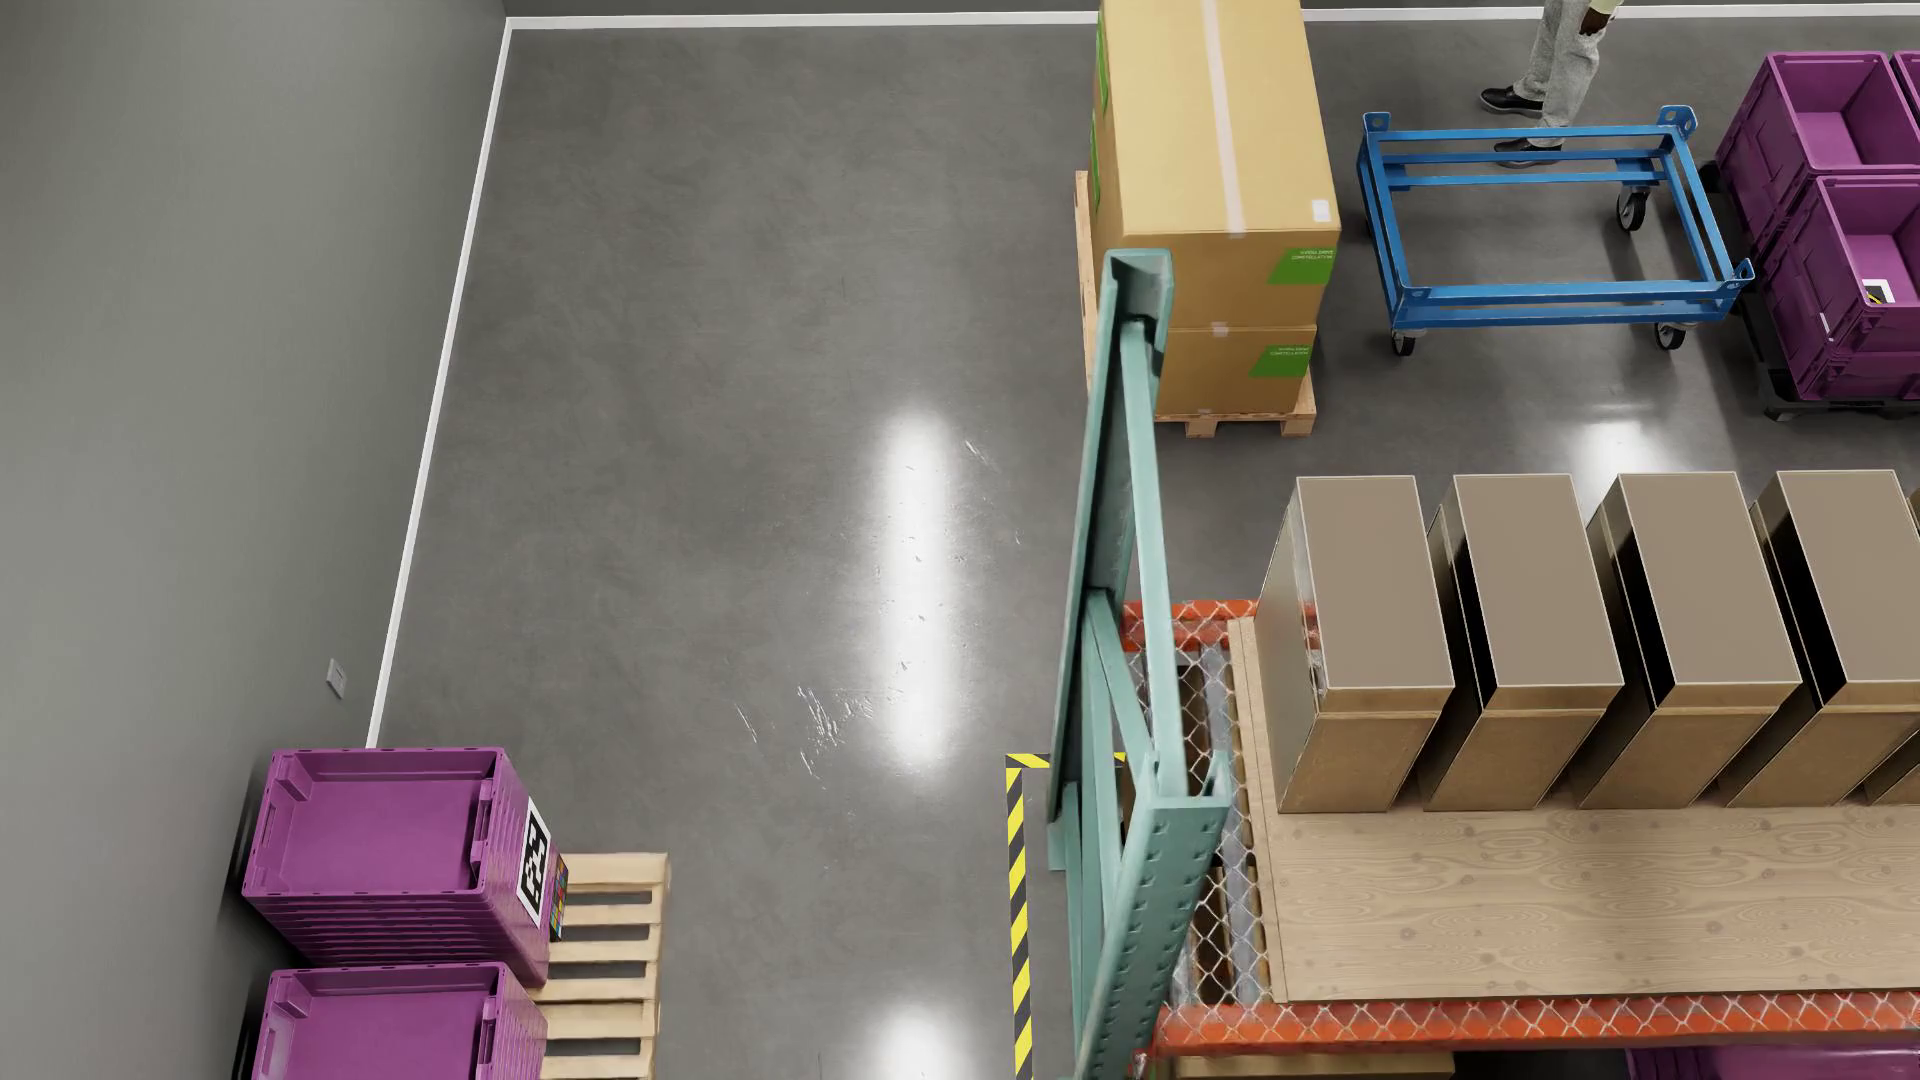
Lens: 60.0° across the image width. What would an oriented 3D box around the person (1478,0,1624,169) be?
[{"bbox_3d":[2.312,-2.153,6.089,0.404,1.820,0.600,1,58,1],"label":"person"}]
